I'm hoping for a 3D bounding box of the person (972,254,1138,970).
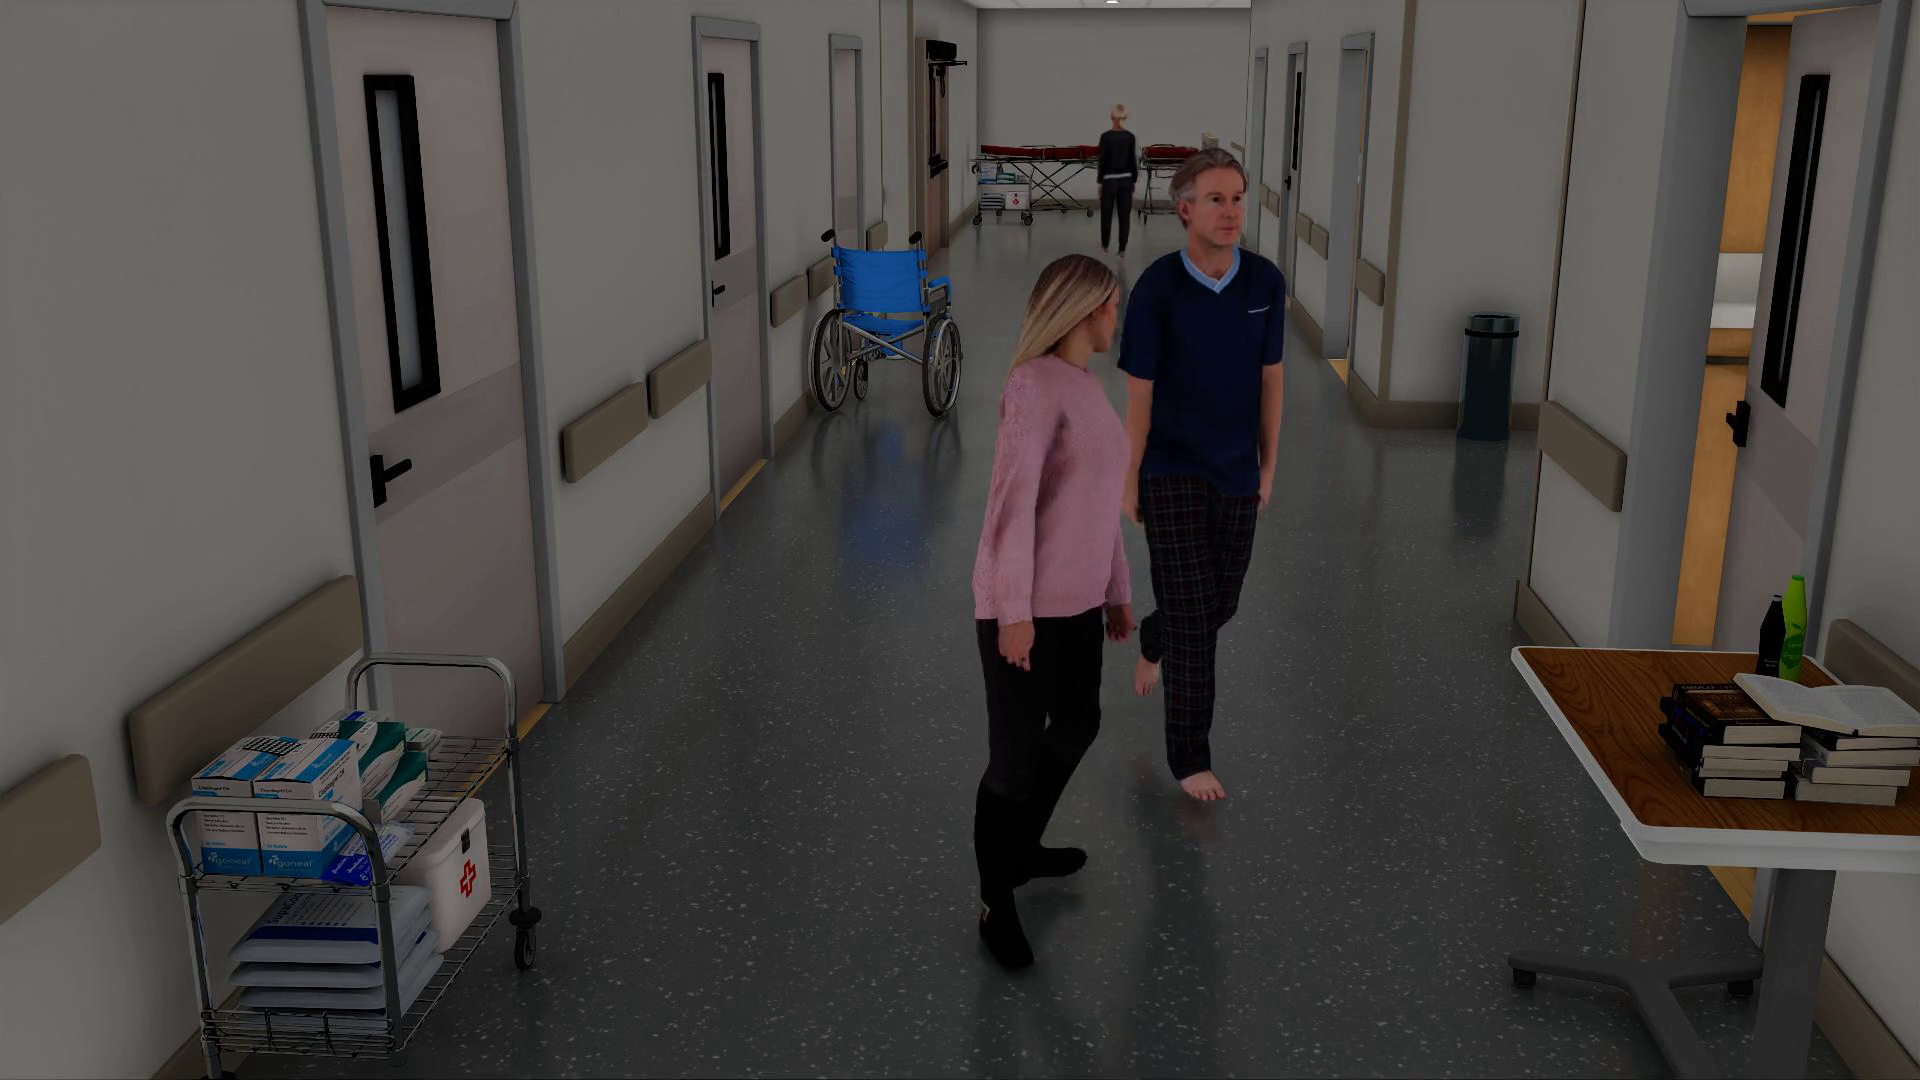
[{"bbox_3d":[0.181,0.164,3.980,0.857,1.661,0.698,15,22,43],"label":"person"}]

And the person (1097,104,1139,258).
[{"bbox_3d":[1.785,-4.014,18.765,0.752,1.680,1.135,-1,16,-3],"label":"person"}]

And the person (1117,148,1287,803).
[{"bbox_3d":[0.661,-0.195,4.922,0.928,1.841,1.174,-5,16,-16],"label":"person"}]
